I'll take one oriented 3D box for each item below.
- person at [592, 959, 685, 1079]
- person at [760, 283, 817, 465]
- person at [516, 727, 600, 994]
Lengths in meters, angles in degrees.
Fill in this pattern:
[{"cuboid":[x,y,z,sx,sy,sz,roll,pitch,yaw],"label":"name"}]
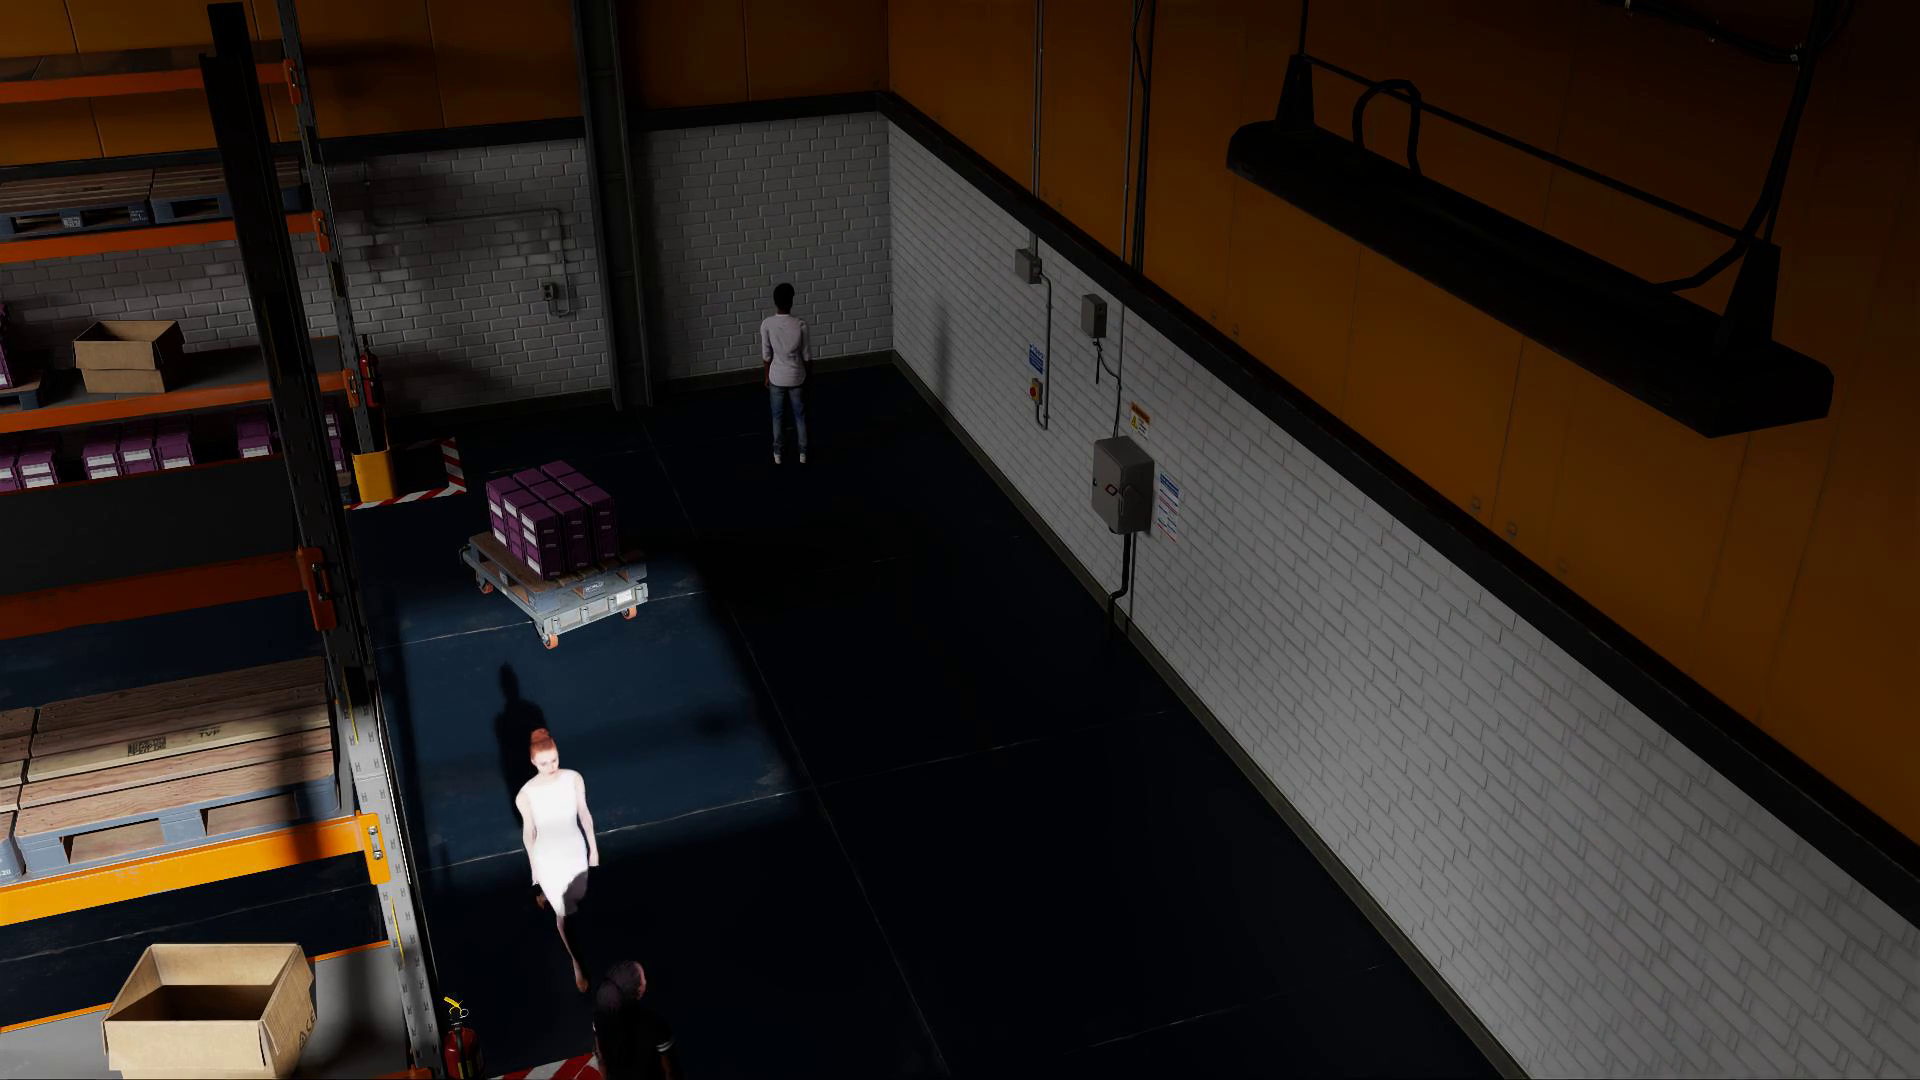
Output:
[{"cuboid":[-1.594,2.809,8.197,1.037,1.711,1.133,14,31,23],"label":"person"},{"cuboid":[-1.684,-1.619,16.209,0.635,1.813,0.779,1,29,2],"label":"person"},{"cuboid":[-2.401,1.848,9.898,0.998,1.770,0.788,-17,33,-28],"label":"person"}]
